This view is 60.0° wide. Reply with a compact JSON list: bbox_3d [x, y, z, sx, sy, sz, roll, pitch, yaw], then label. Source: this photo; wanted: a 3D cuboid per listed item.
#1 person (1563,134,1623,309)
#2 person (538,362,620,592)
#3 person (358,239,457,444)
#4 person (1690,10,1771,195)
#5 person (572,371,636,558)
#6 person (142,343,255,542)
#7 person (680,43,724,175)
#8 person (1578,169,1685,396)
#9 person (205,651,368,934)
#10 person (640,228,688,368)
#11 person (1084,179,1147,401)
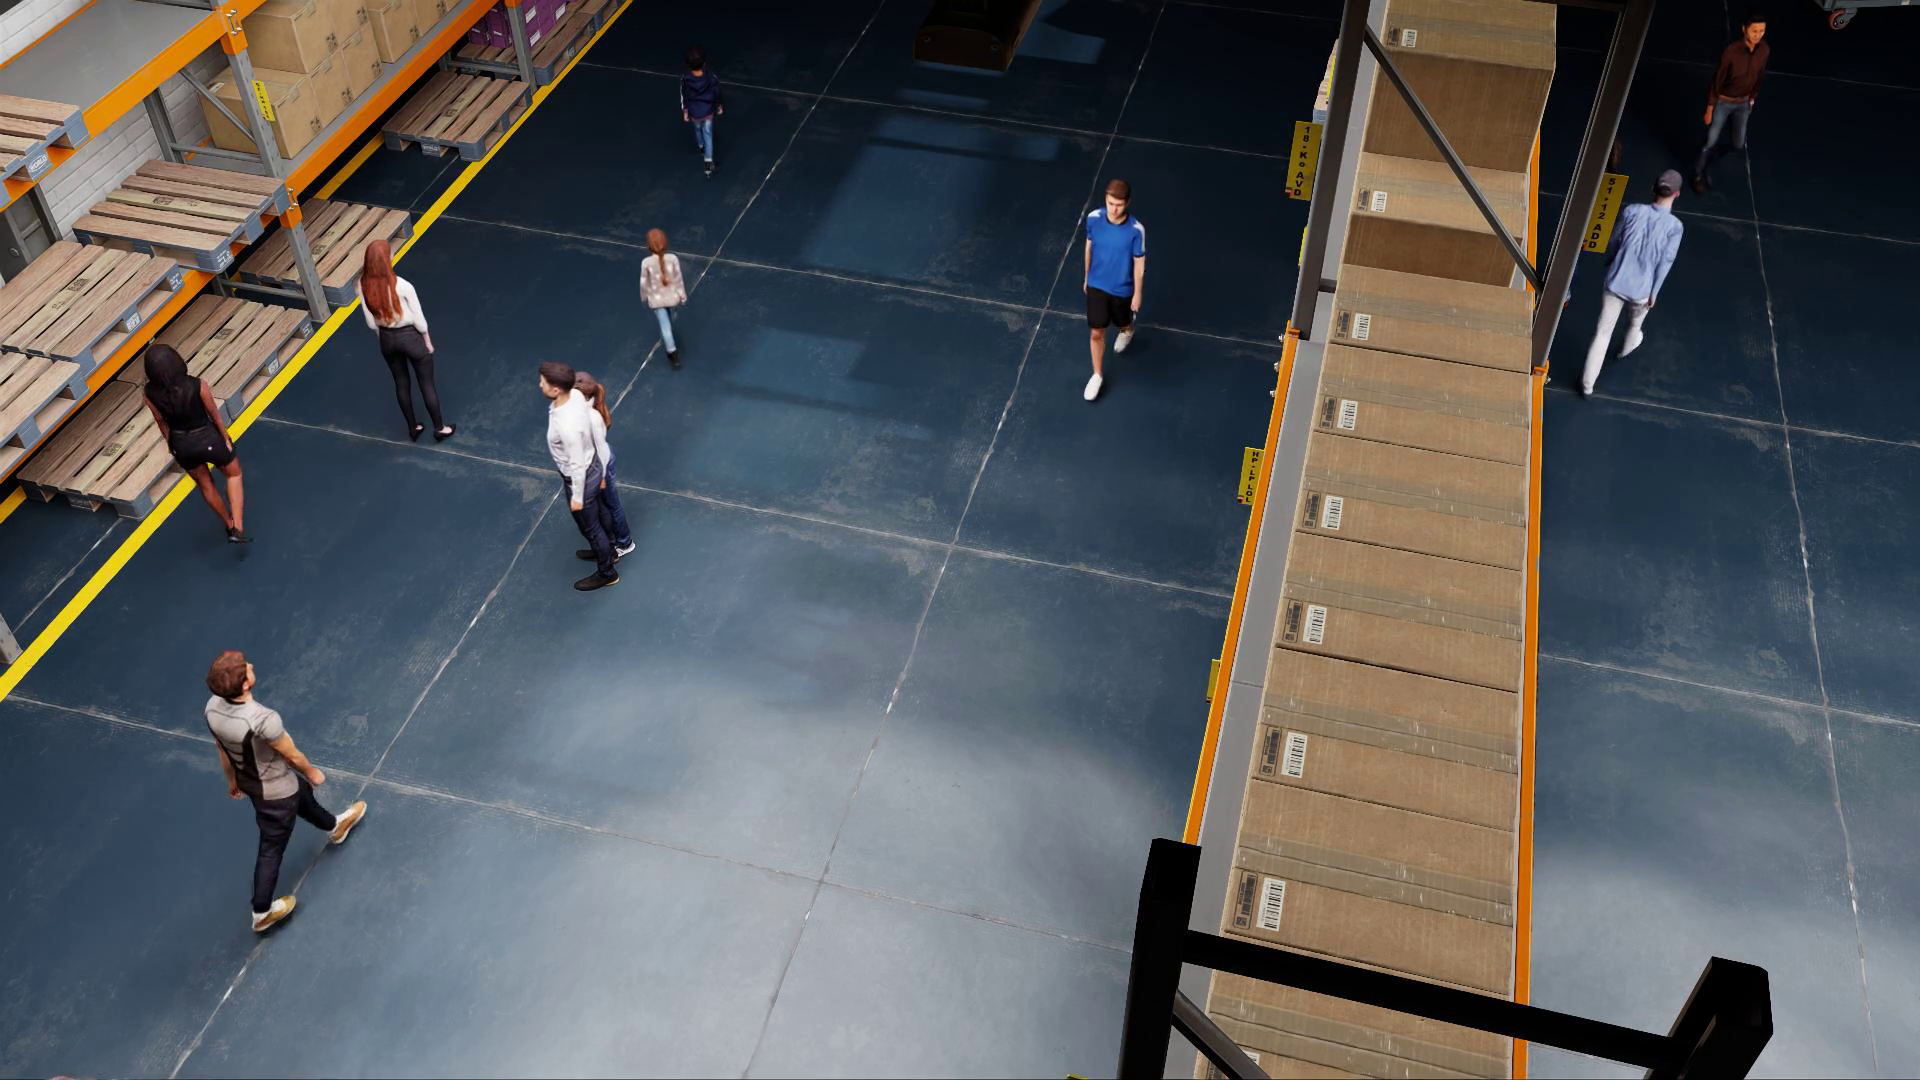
[{"bbox_3d":[5.083,-2.635,13.677,0.704,1.616,0.541,3,44,3],"label":"person"},{"bbox_3d":[-2.545,-0.442,11.193,0.753,1.868,0.621,-3,44,-3],"label":"person"},{"bbox_3d":[-4.128,-1.454,12.335,0.620,1.759,0.526,5,44,6],"label":"person"},{"bbox_3d":[6.877,-3.963,14.961,0.766,1.767,0.760,-6,44,-6],"label":"person"},{"bbox_3d":[-2.501,-0.541,11.522,0.679,1.557,0.601,-16,46,-16],"label":"person"},{"bbox_3d":[-5.243,-0.587,11.447,0.794,1.729,0.912,-9,44,-10],"label":"person"},{"bbox_3d":[-2.394,-3.964,15.376,0.682,1.198,0.901,-1,44,-2],"label":"person"},{"bbox_3d":[5.122,-1.914,12.763,0.942,1.834,1.231,24,48,23],"label":"person"},{"bbox_3d":[-3.897,1.423,9.253,0.837,1.843,1.283,19,47,19],"label":"person"},{"bbox_3d":[-2.351,-1.911,13.243,0.766,1.168,0.875,-15,46,-15],"label":"person"},{"bbox_3d":[1.215,-2.033,12.881,0.711,1.842,1.156,14,45,14],"label":"person"}]
